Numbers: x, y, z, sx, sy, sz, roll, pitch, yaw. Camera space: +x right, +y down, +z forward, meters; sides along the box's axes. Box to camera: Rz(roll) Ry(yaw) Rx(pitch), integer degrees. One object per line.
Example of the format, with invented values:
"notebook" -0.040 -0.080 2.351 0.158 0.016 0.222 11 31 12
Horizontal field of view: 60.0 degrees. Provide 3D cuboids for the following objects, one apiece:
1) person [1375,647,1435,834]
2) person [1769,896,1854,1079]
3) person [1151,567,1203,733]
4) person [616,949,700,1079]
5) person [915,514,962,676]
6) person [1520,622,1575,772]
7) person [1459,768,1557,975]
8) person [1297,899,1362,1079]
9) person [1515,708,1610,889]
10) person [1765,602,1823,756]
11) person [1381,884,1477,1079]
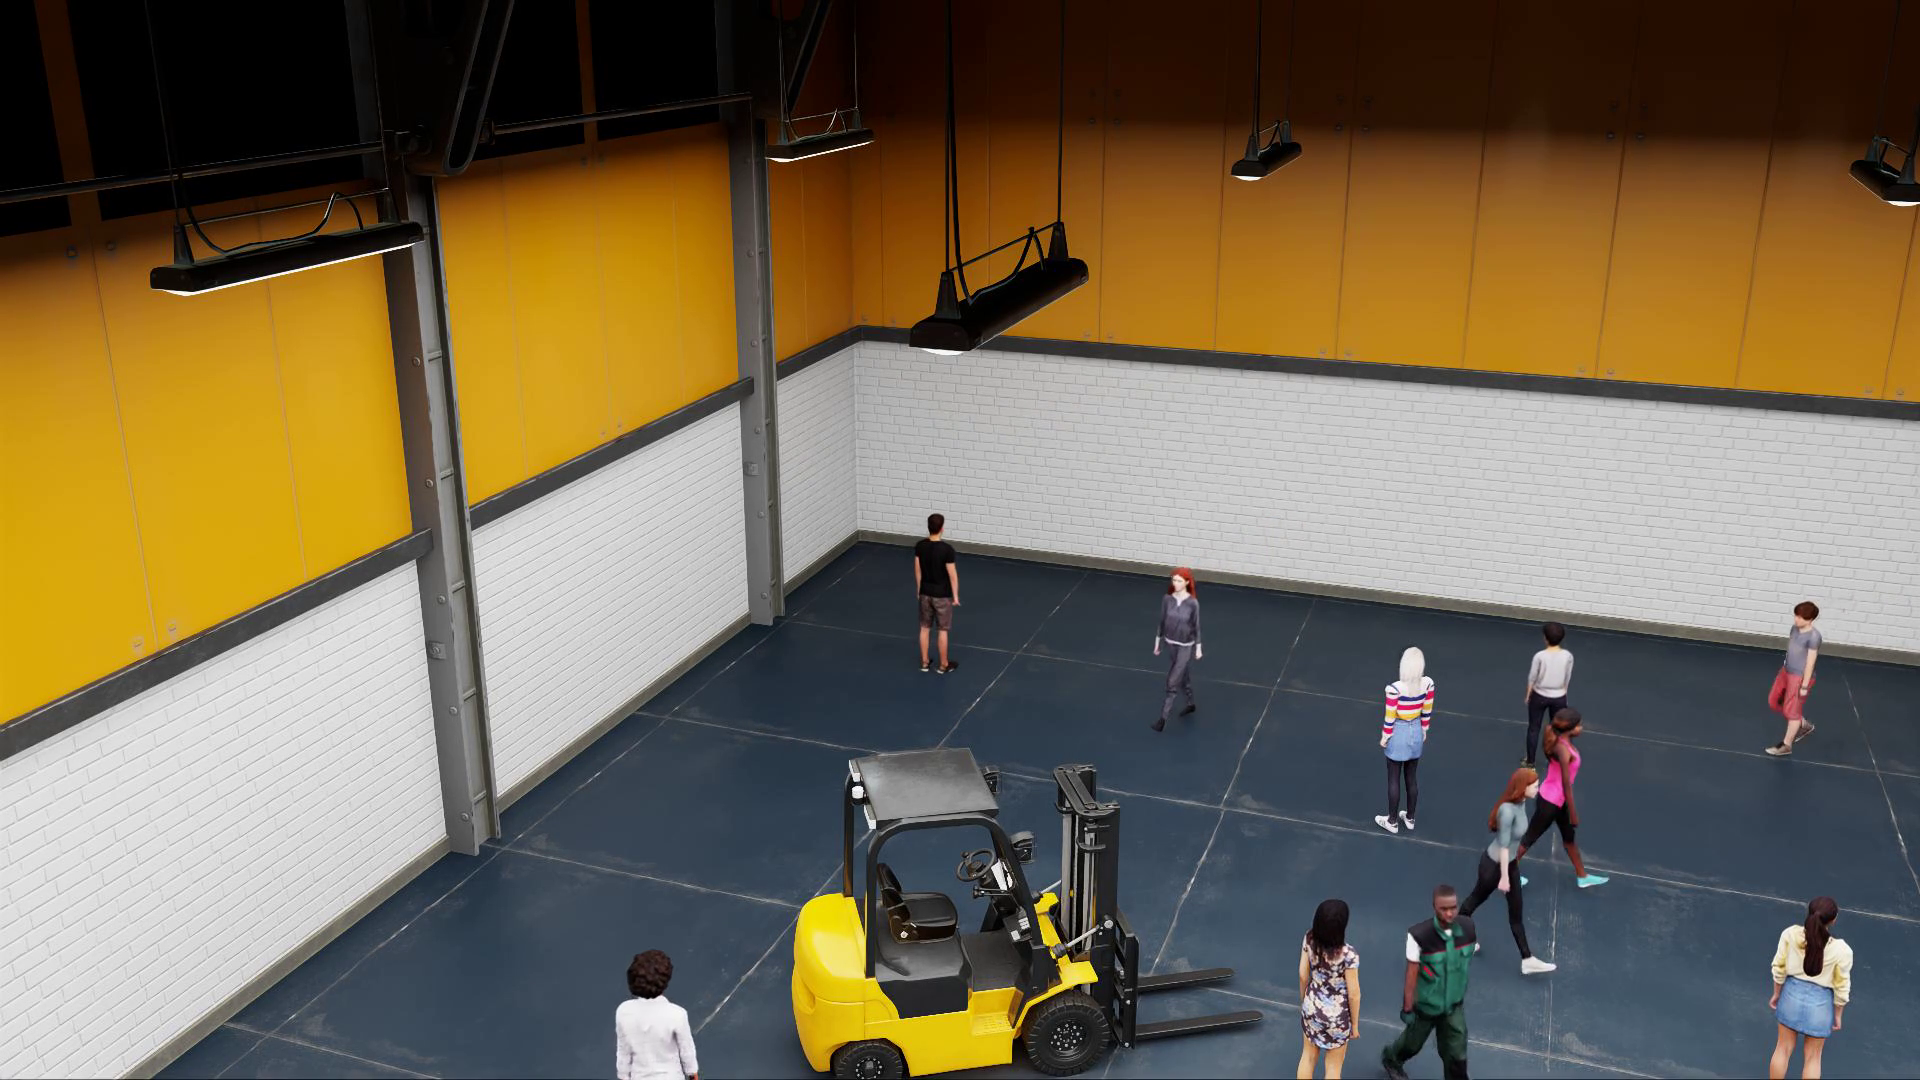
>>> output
"person" 4.074 1.809 15.209 0.719 1.809 0.751 -6 20 -19
"person" 5.805 3.181 11.413 0.704 1.631 0.647 14 23 35
"person" 2.332 1.121 17.382 0.881 1.725 1.232 15 24 37
"person" -1.915 3.449 10.408 0.761 1.765 1.184 3 19 10
"person" -0.285 0.596 18.728 0.692 1.861 0.586 9 20 24
"person" 5.792 1.553 16.381 0.621 1.546 0.598 1 19 2
"person" 4.189 2.575 13.130 0.939 1.684 1.134 15 24 37
"person" 2.470 3.193 11.216 0.660 1.734 0.650 17 25 41
"person" 4.955 2.235 14.168 0.645 1.665 1.063 6 20 18
"person" 8.497 1.385 16.730 0.838 1.641 0.819 -2 19 -5
"person" 3.179 3.122 11.335 1.153 1.792 1.293 -7 20 -19
